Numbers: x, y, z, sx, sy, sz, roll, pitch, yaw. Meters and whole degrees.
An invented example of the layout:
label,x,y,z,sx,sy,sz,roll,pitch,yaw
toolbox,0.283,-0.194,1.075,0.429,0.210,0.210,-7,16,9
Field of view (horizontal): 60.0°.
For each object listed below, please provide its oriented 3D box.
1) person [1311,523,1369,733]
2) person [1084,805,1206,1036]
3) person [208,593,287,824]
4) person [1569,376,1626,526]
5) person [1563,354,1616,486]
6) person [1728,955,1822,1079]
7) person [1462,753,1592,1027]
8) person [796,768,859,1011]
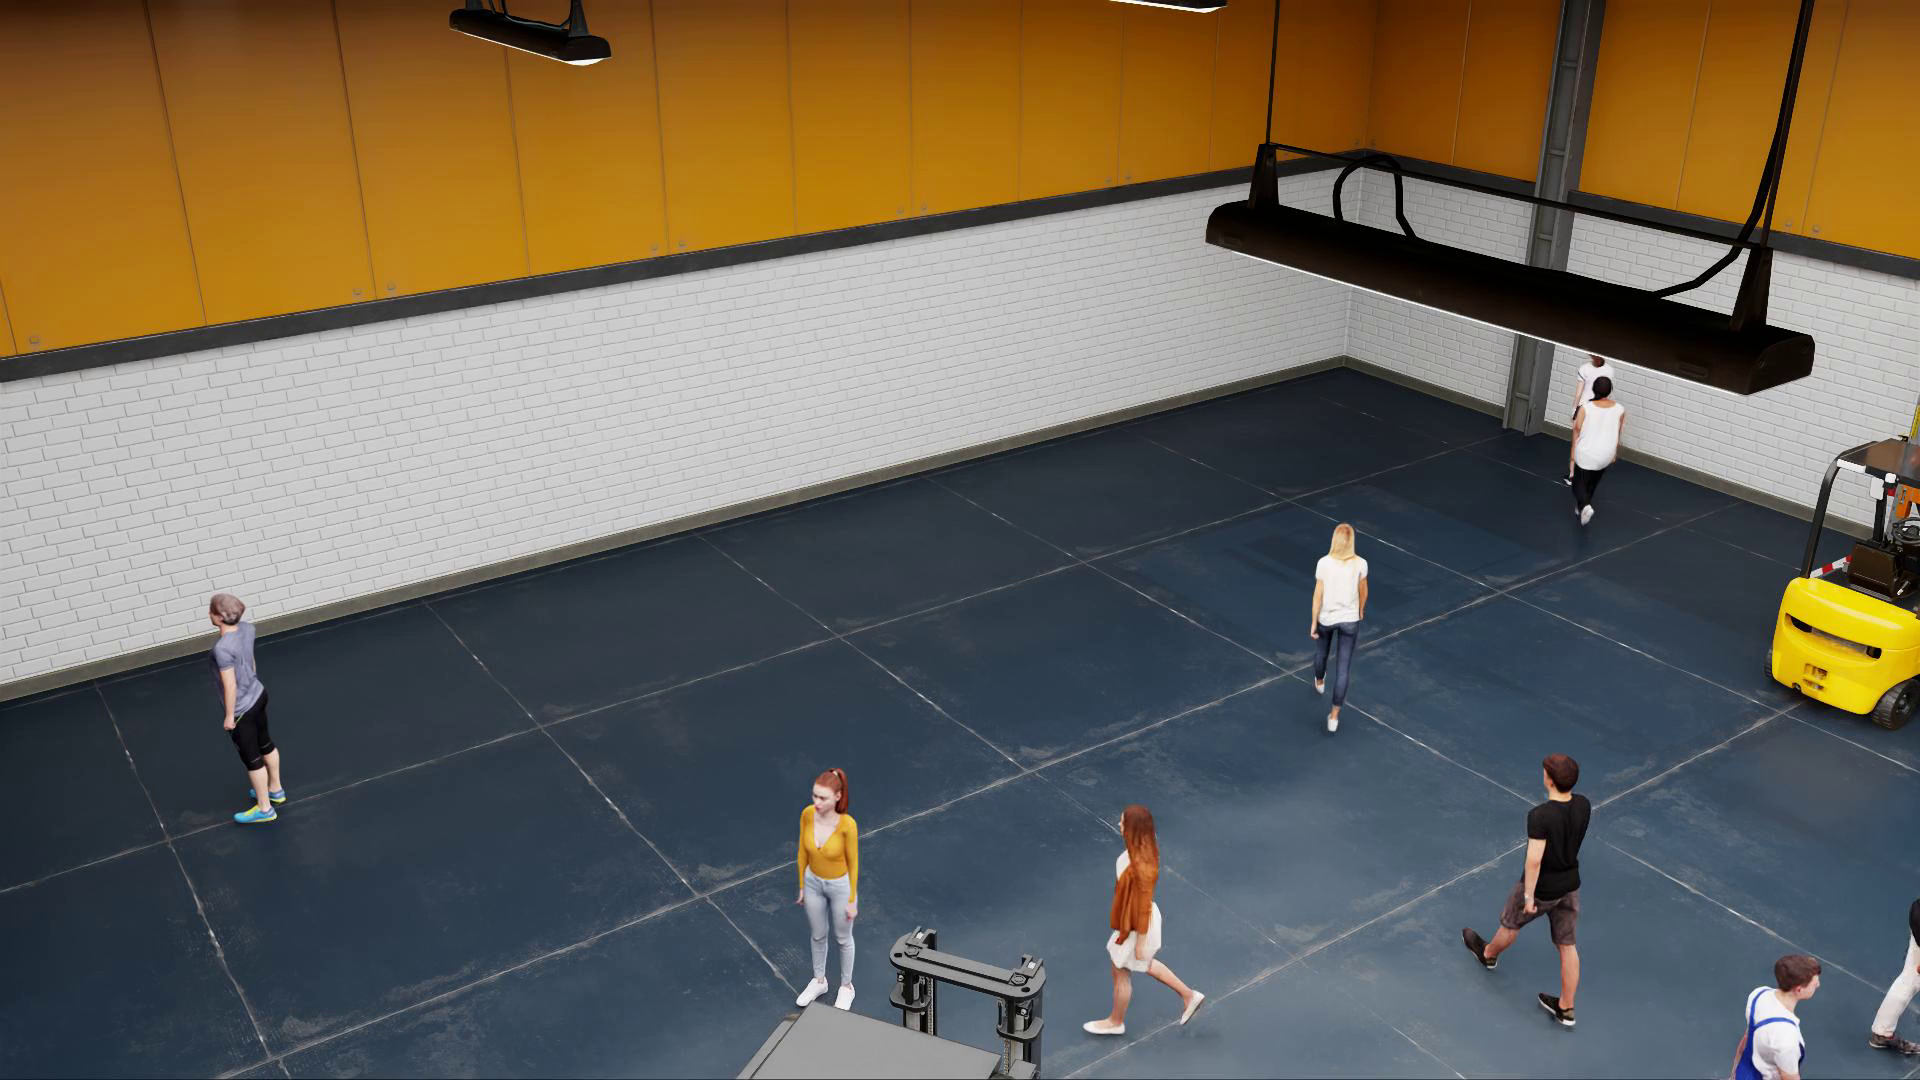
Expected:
label,x,y,z,sx,sy,sz,roll,pitch,yaw
person,3.194,0.764,14.060,1.118,1.769,1.146,5,24,12
person,1.197,2.410,10.383,1.050,1.698,1.015,2,24,5
person,-5.487,1.268,12.759,0.806,1.888,0.716,1,24,1
person,6.892,-0.944,18.091,0.946,1.671,1.049,2,24,5
person,7.280,-1.478,19.210,0.659,1.752,0.722,5,24,10
person,4.160,3.002,8.903,1.224,1.800,1.147,5,24,11
person,3.826,2.253,10.601,0.860,1.811,1.246,-9,25,-20
person,-0.834,2.245,10.695,0.639,1.750,0.729,10,26,22
